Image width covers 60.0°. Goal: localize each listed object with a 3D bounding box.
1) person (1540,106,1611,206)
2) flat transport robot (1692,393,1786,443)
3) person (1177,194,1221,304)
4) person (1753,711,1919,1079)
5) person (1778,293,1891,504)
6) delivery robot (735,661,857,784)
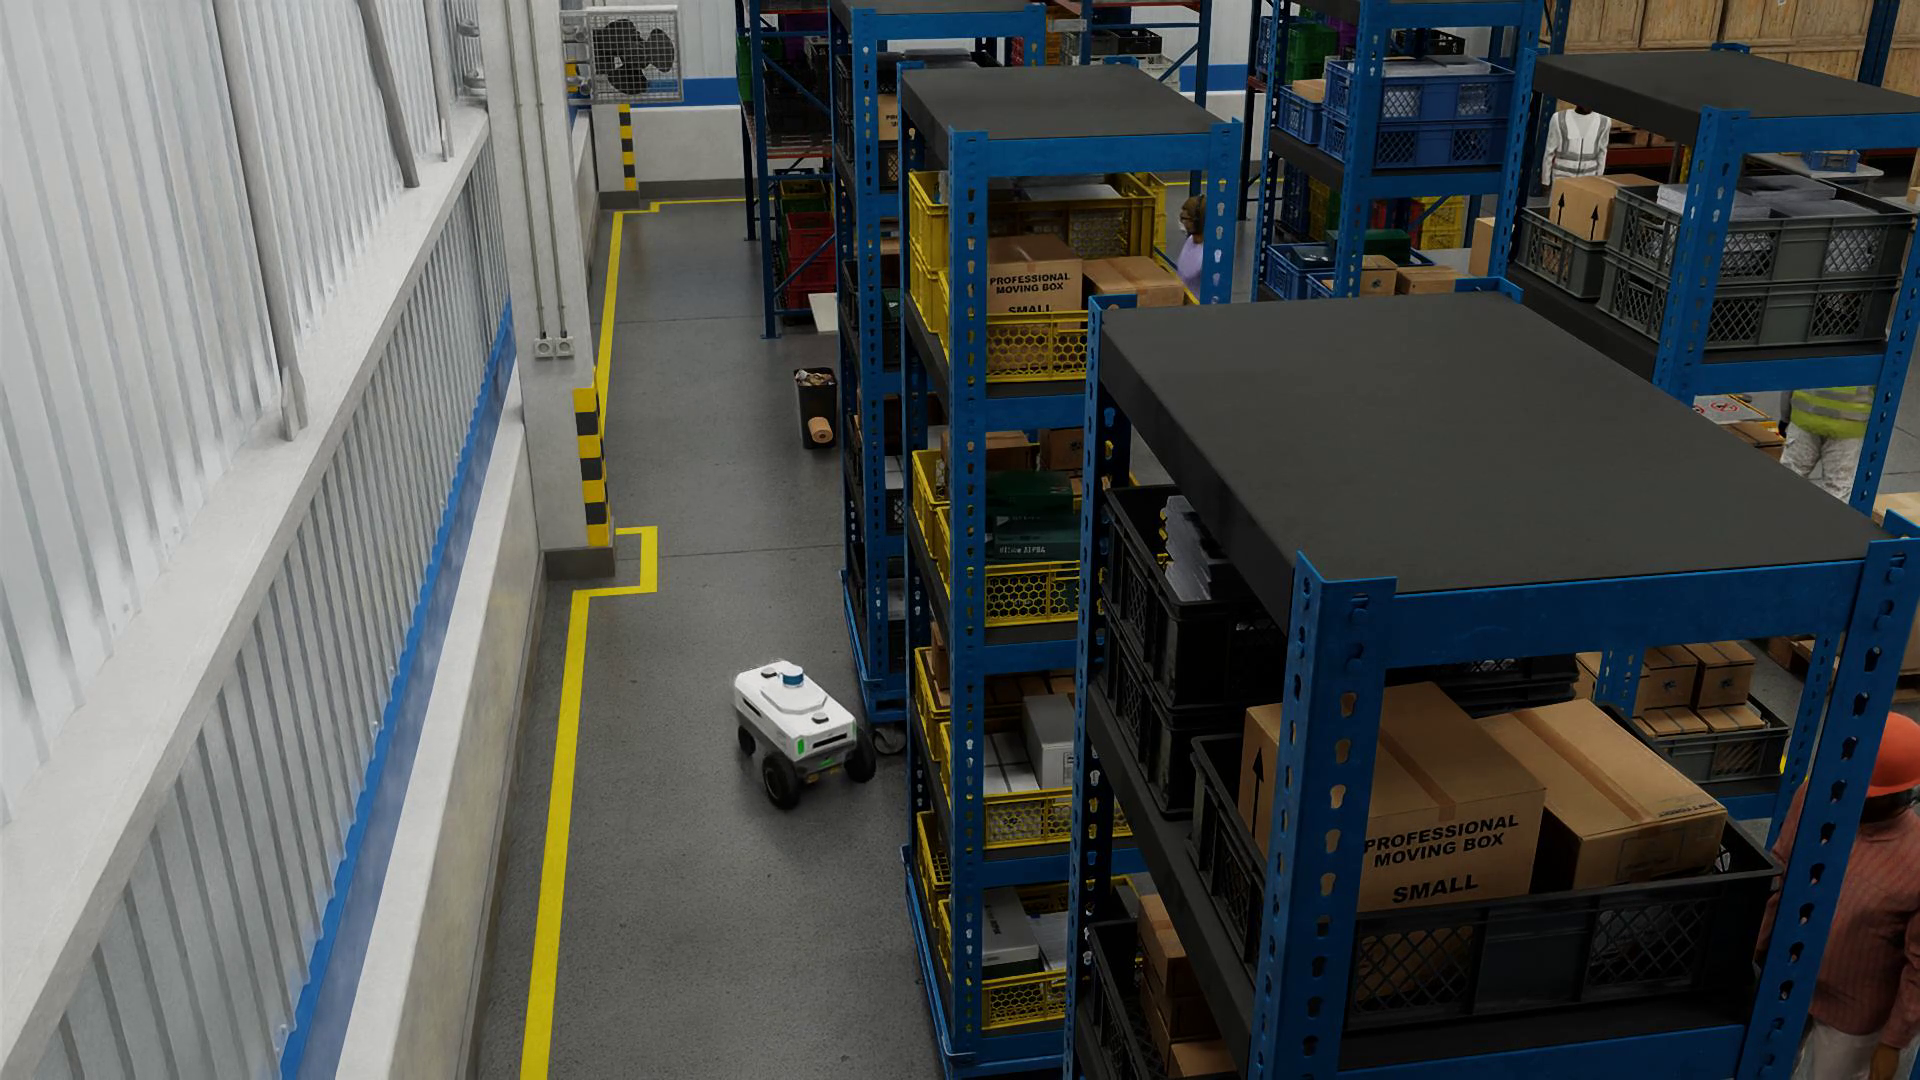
[{"bbox_3d":[5.807,-3.415,15.773,0.585,1.882,0.343,2,25,4],"label":"person"},{"bbox_3d":[5.224,-0.859,12.132,1.431,0.197,0.652,-4,25,-8],"label":"flat transport robot"},{"bbox_3d":[1.618,-1.386,11.302,0.376,1.937,0.629,-3,25,-6],"label":"person"},{"bbox_3d":[2.698,1.396,5.195,0.389,1.986,0.608,-10,27,-21],"label":"person"},{"bbox_3d":[5.189,-0.685,9.905,0.614,1.836,0.429,19,31,36],"label":"person"},{"bbox_3d":[-0.796,0.837,8.001,0.477,0.478,0.707,-15,29,-30],"label":"delivery robot"}]
